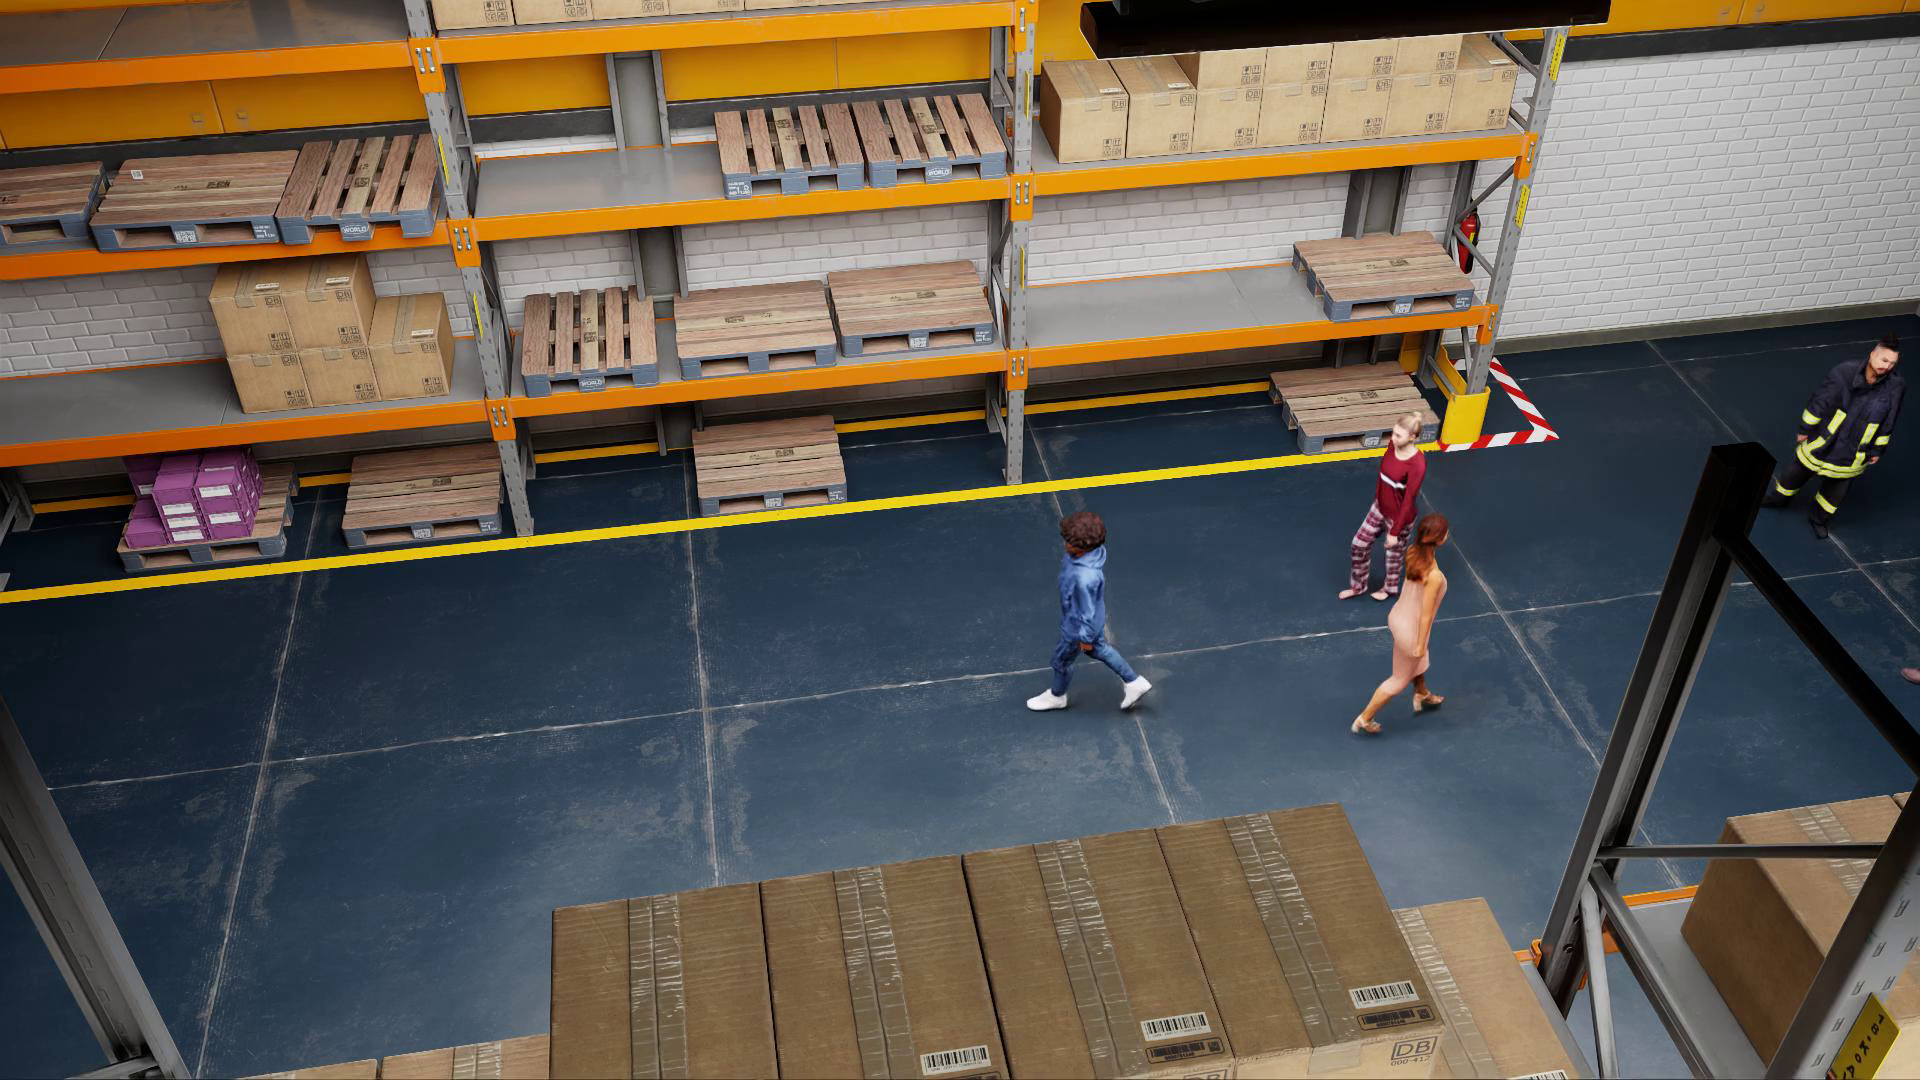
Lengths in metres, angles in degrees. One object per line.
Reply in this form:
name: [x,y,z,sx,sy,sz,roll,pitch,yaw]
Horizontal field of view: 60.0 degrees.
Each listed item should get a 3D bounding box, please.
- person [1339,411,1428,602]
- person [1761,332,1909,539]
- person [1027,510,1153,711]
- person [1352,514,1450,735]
person: [3.251,-0.228,12.214,0.813,1.689,0.745,-19,43,-23]
person: [6.802,-0.829,12.849,0.994,1.835,1.080,28,46,30]
person: [0.914,0.507,11.224,1.166,1.775,0.847,4,39,5]
person: [3.028,0.593,11.105,0.983,1.789,0.666,-8,39,-10]
